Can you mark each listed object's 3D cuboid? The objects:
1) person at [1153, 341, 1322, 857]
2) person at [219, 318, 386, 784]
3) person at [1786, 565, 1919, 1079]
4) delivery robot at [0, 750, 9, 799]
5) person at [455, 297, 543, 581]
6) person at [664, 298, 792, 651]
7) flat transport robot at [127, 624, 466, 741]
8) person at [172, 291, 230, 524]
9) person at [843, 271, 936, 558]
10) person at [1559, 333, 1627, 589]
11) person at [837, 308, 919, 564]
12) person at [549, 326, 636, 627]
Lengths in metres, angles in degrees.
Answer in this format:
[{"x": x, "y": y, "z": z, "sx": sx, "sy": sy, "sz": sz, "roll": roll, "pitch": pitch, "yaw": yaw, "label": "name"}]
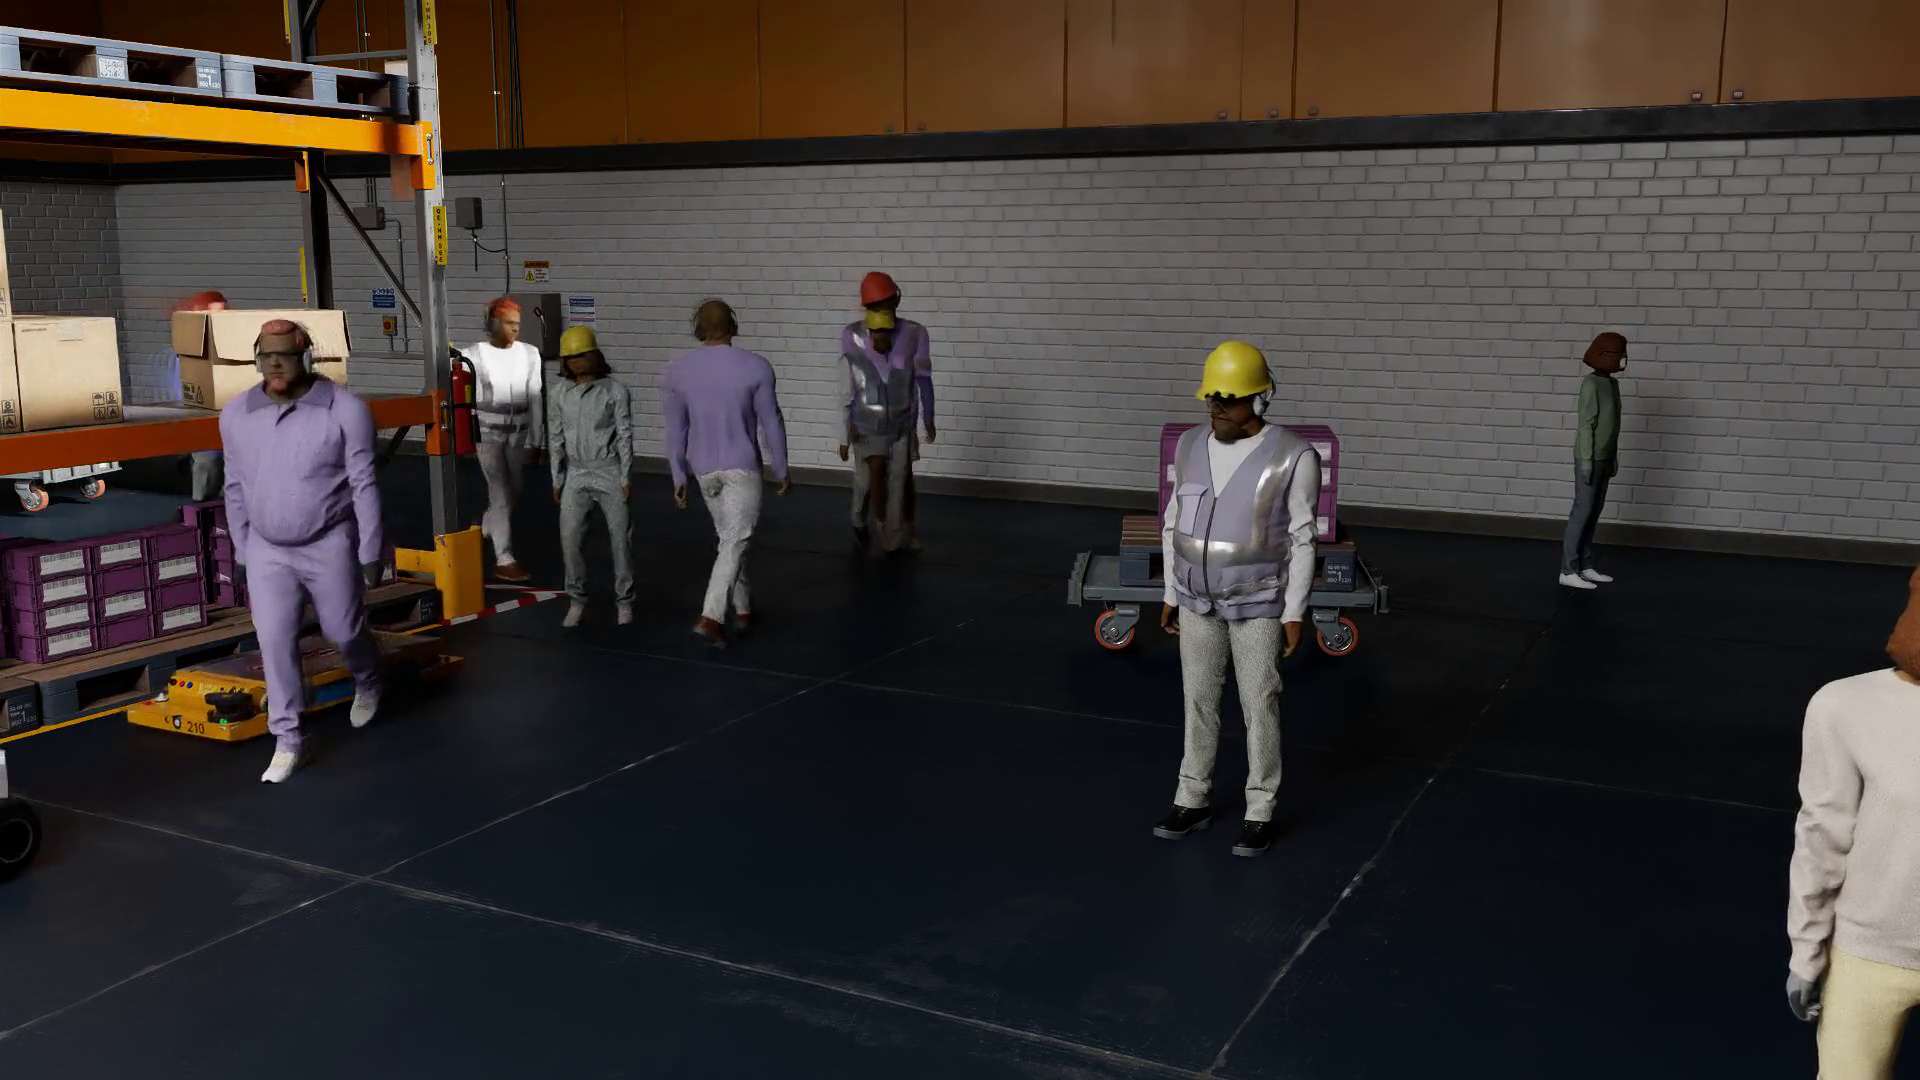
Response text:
[{"x": 0.965, "y": 0.208, "z": 5.908, "sx": 0.588, "sy": 1.822, "sz": 0.403, "roll": 7, "pitch": 12, "yaw": 36, "label": "person"}, {"x": -2.714, "y": 0.002, "z": 6.979, "sx": 0.656, "sy": 1.876, "sz": 0.877, "roll": 0, "pitch": 10, "yaw": -1, "label": "person"}, {"x": 1.799, "y": 0.795, "z": 3.080, "sx": 0.494, "sy": 1.625, "sz": 0.281, "roll": 4, "pitch": 11, "yaw": 24, "label": "person"}, {"x": -3.512, "y": 0.871, "z": 5.455, "sx": 0.477, "sy": 0.478, "sz": 0.707, "roll": 3, "pitch": 10, "yaw": 17, "label": "delivery robot"}, {"x": -3.084, "y": -0.677, "z": 10.960, "sx": 0.778, "sy": 1.853, "sz": 0.605, "roll": 9, "pitch": 14, "yaw": 44, "label": "person"}, {"x": -1.298, "y": -0.369, "z": 9.082, "sx": 0.655, "sy": 1.897, "sz": 0.976, "roll": 3, "pitch": 10, "yaw": 18, "label": "person"}, {"x": -3.093, "y": 0.643, "z": 7.868, "sx": 0.652, "sy": 0.197, "sz": 1.431, "roll": 5, "pitch": 11, "yaw": 26, "label": "flat transport robot"}, {"x": -4.712, "y": -0.587, "z": 10.300, "sx": 0.955, "sy": 1.902, "sz": 0.551, "roll": -9, "pitch": 13, "yaw": -43, "label": "person"}, {"x": -0.483, "y": -0.868, "z": 11.627, "sx": 0.650, "sy": 2.000, "sz": 0.653, "roll": -1, "pitch": 10, "yaw": -7, "label": "person"}, {"x": 4.048, "y": -0.504, "z": 10.590, "sx": 0.288, "sy": 1.627, "sz": 0.501, "roll": 8, "pitch": 13, "yaw": 39, "label": "person"}, {"x": -0.588, "y": -0.773, "z": 11.698, "sx": 0.595, "sy": 1.800, "sz": 0.875, "roll": -3, "pitch": 10, "yaw": -15, "label": "person"}, {"x": -2.075, "y": -0.348, "z": 9.412, "sx": 0.488, "sy": 1.714, "sz": 0.465, "roll": 2, "pitch": 10, "yaw": 9, "label": "person"}]
